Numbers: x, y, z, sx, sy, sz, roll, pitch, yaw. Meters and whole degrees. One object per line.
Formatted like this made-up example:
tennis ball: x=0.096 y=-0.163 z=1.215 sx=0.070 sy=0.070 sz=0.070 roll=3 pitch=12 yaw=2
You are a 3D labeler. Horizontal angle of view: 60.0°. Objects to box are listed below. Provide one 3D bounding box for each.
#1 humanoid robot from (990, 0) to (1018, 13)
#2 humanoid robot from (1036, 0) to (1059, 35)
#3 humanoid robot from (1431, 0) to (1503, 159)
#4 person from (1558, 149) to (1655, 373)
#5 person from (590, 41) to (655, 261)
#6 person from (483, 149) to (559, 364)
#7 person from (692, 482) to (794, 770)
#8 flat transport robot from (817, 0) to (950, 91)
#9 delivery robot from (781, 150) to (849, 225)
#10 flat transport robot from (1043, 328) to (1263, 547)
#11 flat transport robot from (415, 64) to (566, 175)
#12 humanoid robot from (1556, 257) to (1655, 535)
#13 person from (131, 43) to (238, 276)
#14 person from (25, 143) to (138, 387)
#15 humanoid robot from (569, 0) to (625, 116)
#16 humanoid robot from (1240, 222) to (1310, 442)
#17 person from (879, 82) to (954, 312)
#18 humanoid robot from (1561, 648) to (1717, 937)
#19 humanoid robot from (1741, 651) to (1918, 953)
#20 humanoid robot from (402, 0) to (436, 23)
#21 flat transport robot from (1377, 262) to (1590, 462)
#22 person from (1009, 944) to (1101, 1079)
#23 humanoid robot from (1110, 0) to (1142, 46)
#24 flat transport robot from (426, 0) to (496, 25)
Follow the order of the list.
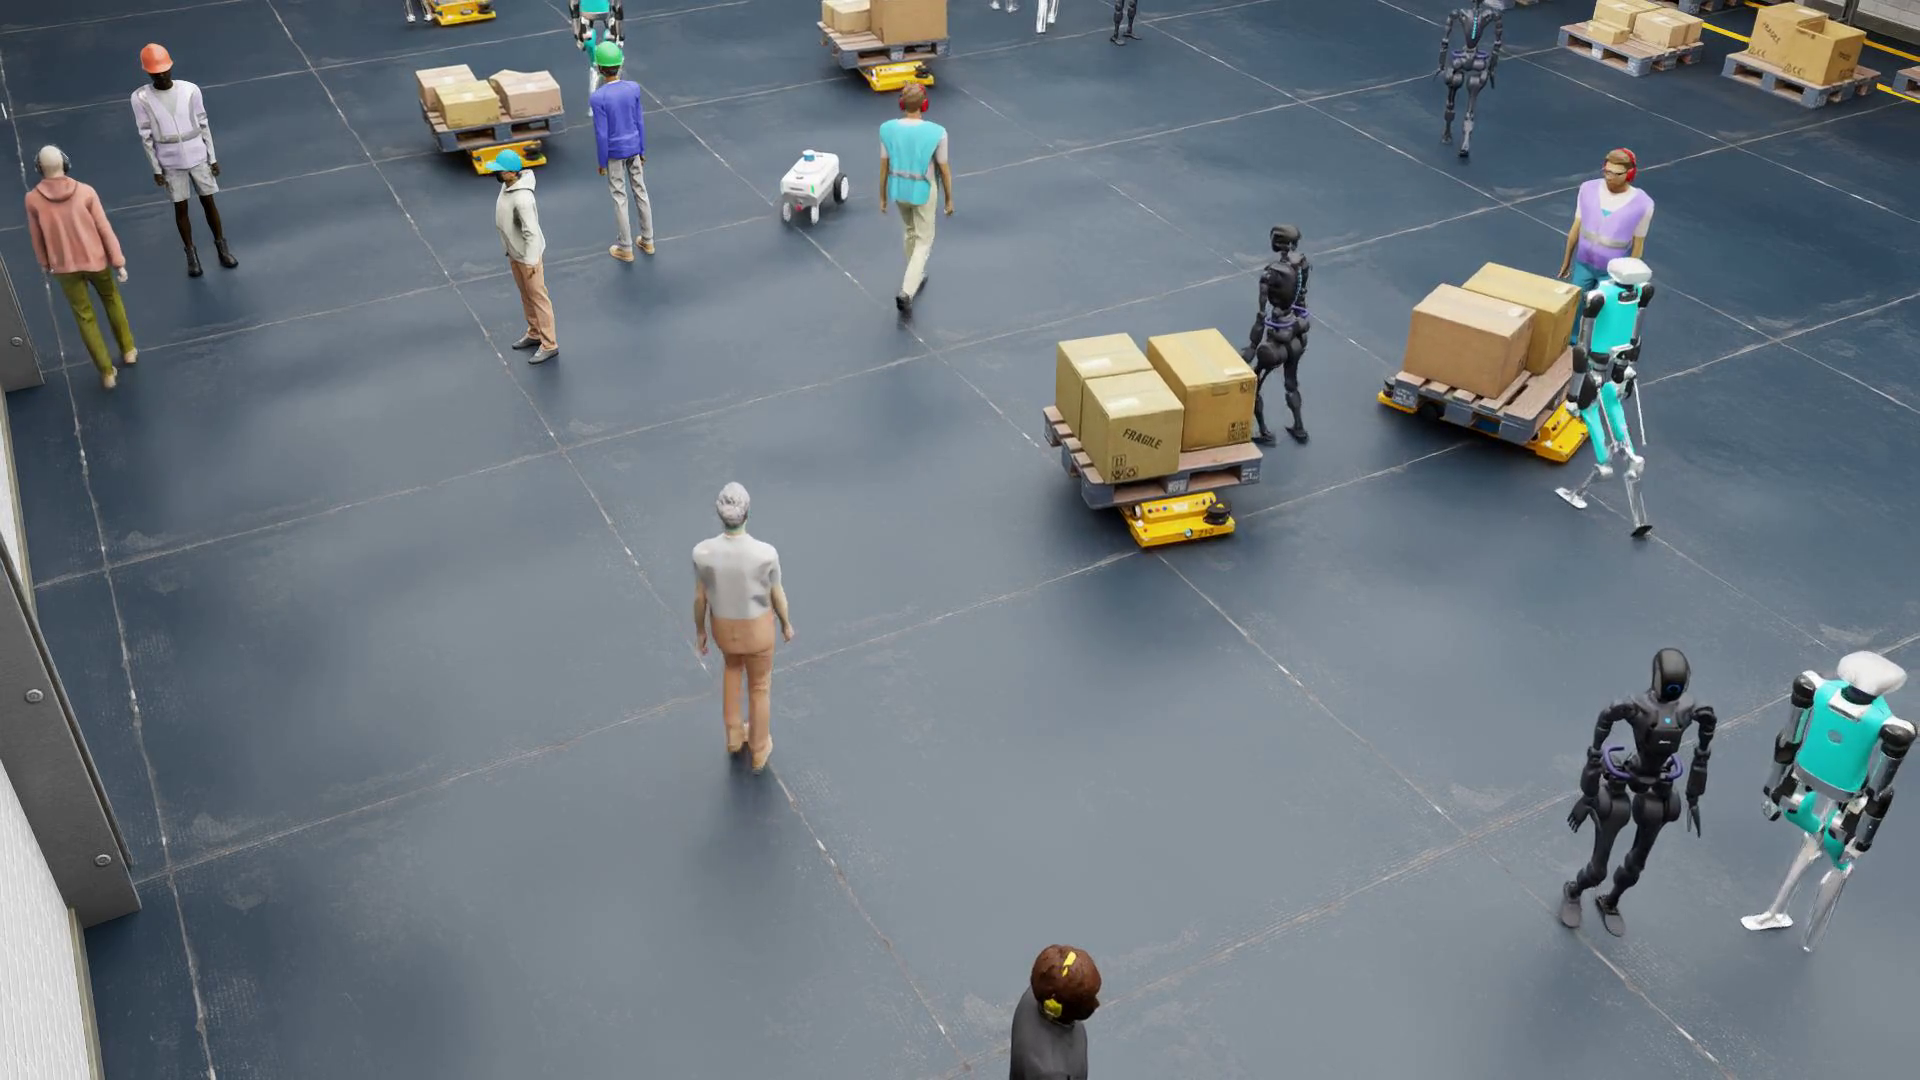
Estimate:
humanoid robot: x=0.436 y=-7.132 z=19.632 sx=0.540 sy=1.776 sz=0.804 roll=5 pitch=35 yaw=7
humanoid robot: x=1.010 y=-6.595 z=18.850 sx=0.544 sy=1.721 sz=1.008 roll=5 pitch=35 yaw=8
humanoid robot: x=4.861 y=-4.522 z=15.979 sx=0.602 sy=1.642 sz=0.741 roll=7 pitch=36 yaw=10
person: x=4.719 y=-2.011 z=12.226 sx=0.398 sy=1.834 sz=0.559 roll=-28 pitch=44 yaw=-34
person: x=-2.848 y=-3.255 z=13.968 sx=0.460 sy=1.873 sz=0.341 roll=-26 pitch=42 yaw=-32
person: x=-3.297 y=-2.149 z=12.556 sx=0.366 sy=1.676 sz=0.462 roll=-22 pitch=40 yaw=-28
person: x=-1.137 y=0.456 z=8.786 sx=0.475 sy=1.733 sz=0.443 roll=6 pitch=35 yaw=8
flat transport robot: x=-0.831 y=-5.269 z=18.239 sx=0.659 sy=0.231 sz=1.431 roll=-12 pitch=37 yaw=-16
delivery robot: x=-1.347 y=-3.244 z=15.114 sx=0.499 sy=0.613 sz=0.796 roll=9 pitch=36 yaw=13
flat transport robot: x=1.294 y=-0.456 z=11.367 sx=0.659 sy=0.231 sz=1.431 roll=-9 pitch=36 yaw=-13
flat transport robot: x=-4.570 y=-3.972 z=16.387 sx=0.659 sy=0.231 sz=1.431 roll=-15 pitch=38 yaw=-20
humanoid robot: x=4.293 y=-0.829 z=10.672 sx=0.553 sy=1.829 sz=0.884 roll=-15 pitch=38 yaw=-21
person: x=-6.420 y=-3.145 z=13.752 sx=0.543 sy=1.938 sz=0.351 roll=-21 pitch=40 yaw=-27
person: x=-6.508 y=-2.061 z=12.317 sx=0.566 sy=1.812 sz=0.689 roll=-17 pitch=38 yaw=-23
humanoid robot: x=-3.592 y=-5.147 z=16.806 sx=0.559 sy=1.793 sz=0.746 roll=1 pitch=35 yaw=2
humanoid robot: x=2.236 y=-1.395 z=11.482 sx=0.438 sy=1.639 sz=0.601 roll=30 pitch=45 yaw=35
person: x=-0.383 y=-2.717 z=13.258 sx=0.600 sy=1.809 sz=0.784 roll=14 pitch=37 yaw=19
humanoid robot: x=3.184 y=1.191 z=7.786 sx=0.604 sy=1.656 sz=0.325 roll=1 pitch=35 yaw=2
humanoid robot: x=4.070 y=1.203 z=7.730 sx=0.672 sy=1.801 sz=0.547 roll=-23 pitch=41 yaw=-29
humanoid robot: x=-6.322 y=-6.724 z=18.919 sx=0.533 sy=1.677 sz=0.735 roll=-3 pitch=35 yaw=-5
flat transport robot: x=3.850 y=-0.993 z=12.134 sx=1.431 sy=0.231 sz=0.659 roll=23 pitch=41 yaw=29
person: x=0.328 y=2.188 z=6.194 sx=0.344 sy=1.872 sz=0.496 roll=1 pitch=35 yaw=1
humanoid robot: x=1.940 y=-6.434 z=18.662 sx=0.599 sy=1.657 sz=0.315 roll=-27 pitch=43 yaw=-33
flat transport robot: x=-6.105 y=-6.509 z=20.009 sx=0.659 sy=0.231 sz=1.431 roll=-17 pitch=39 yaw=-23
